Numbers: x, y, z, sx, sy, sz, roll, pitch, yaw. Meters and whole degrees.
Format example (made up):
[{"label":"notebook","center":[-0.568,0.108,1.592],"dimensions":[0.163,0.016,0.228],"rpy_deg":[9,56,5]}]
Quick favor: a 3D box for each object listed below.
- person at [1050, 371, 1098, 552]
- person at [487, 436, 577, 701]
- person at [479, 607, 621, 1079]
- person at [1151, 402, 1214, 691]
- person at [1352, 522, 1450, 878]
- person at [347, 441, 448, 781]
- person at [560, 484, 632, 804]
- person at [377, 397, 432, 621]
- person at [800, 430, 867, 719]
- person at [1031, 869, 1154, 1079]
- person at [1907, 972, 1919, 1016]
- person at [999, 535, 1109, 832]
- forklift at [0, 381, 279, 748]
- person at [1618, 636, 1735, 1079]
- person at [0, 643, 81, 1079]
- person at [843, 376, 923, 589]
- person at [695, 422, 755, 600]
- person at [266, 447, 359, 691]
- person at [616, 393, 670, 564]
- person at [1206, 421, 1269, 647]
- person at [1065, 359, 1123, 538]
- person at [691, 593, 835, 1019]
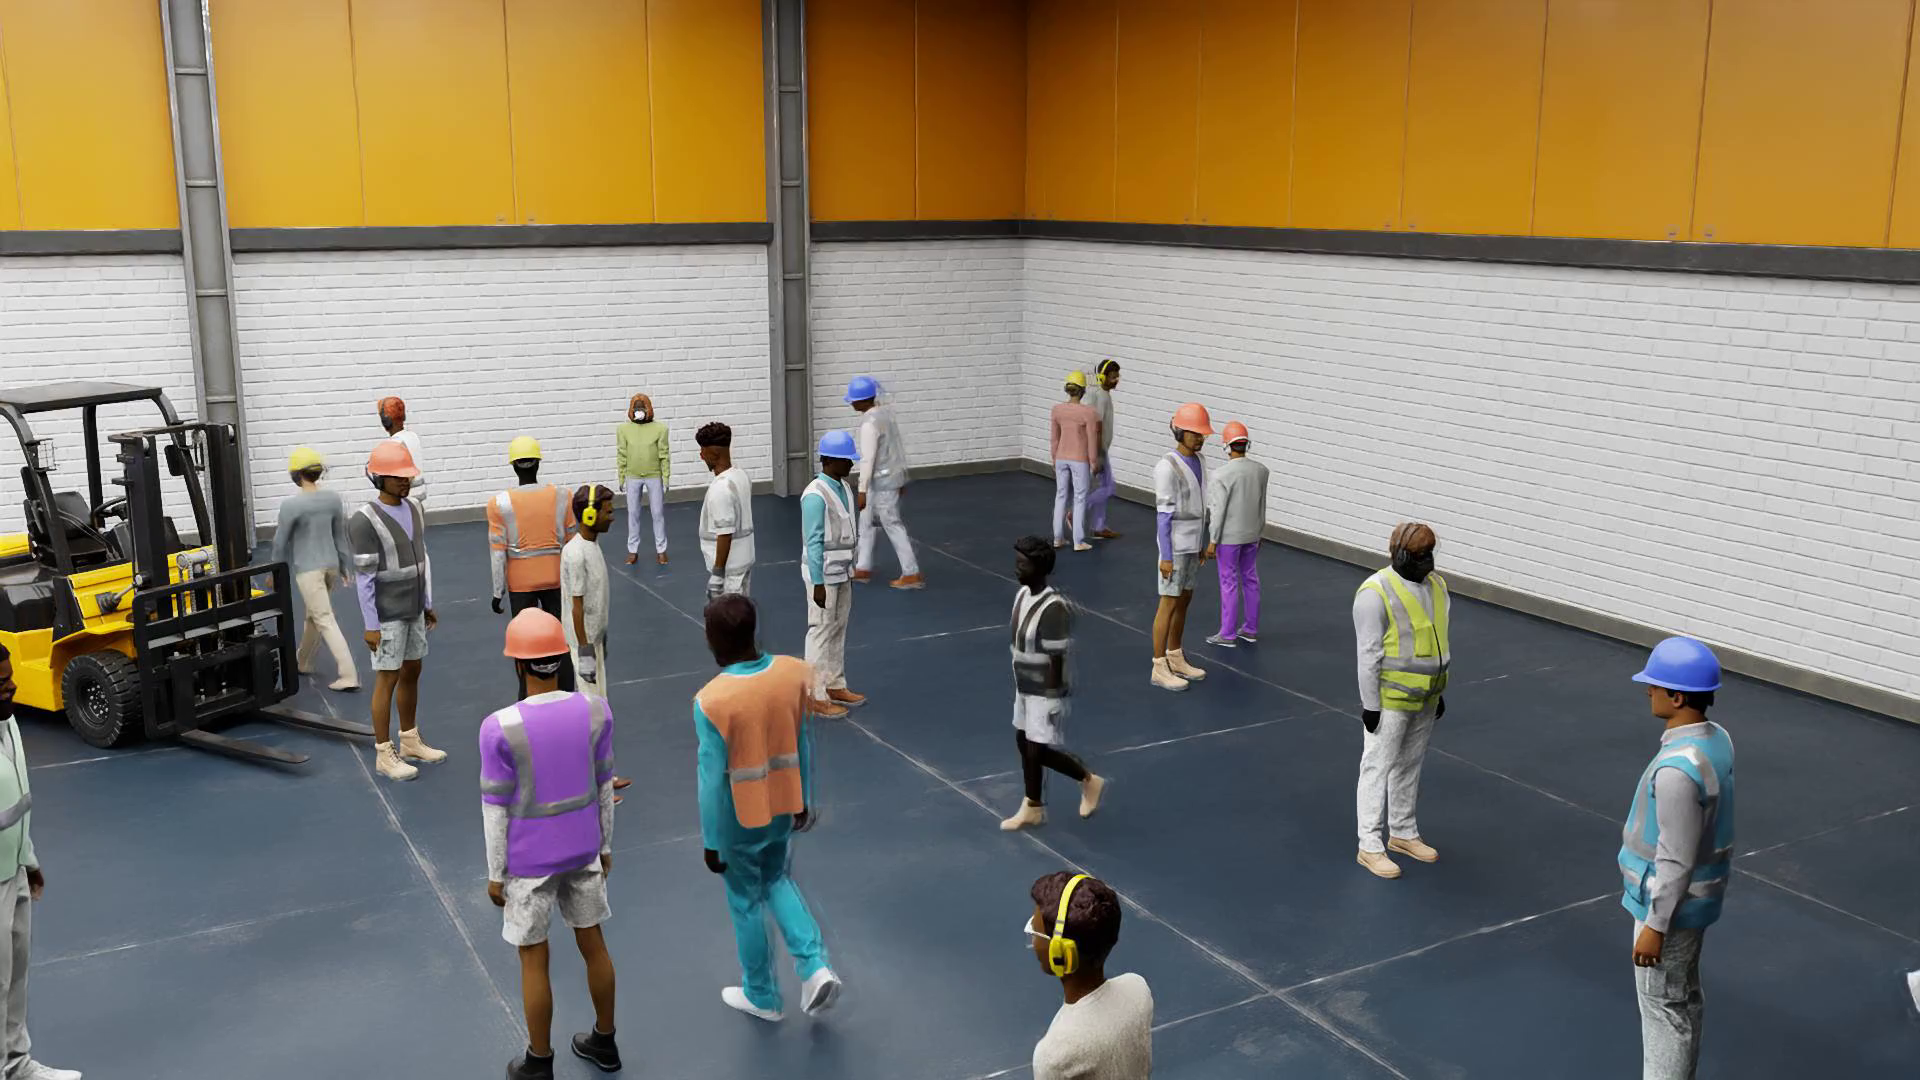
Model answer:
[{"label":"person","center":[1.118,-0.772,16.261],"dimensions":[0.525,1.761,0.347],"rpy_deg":[9,15,37]},{"label":"person","center":[-2.814,0.271,10.987],"dimensions":[0.585,1.916,0.390],"rpy_deg":[-7,14,-30]},{"label":"person","center":[-1.621,1.214,6.551],"dimensions":[0.543,1.928,0.399],"rpy_deg":[-10,16,-39]},{"label":"person","center":[1.599,0.037,11.786],"dimensions":[0.393,2.039,0.613],"rpy_deg":[8,14,32]},{"label":"person","center":[2.309,0.811,8.633],"dimensions":[0.624,1.844,0.429],"rpy_deg":[-9,15,-37]},{"label":"person","center":[-3.361,0.414,10.015],"dimensions":[0.380,2.041,0.616],"rpy_deg":[4,13,17]},{"label":"person","center":[-2.119,0.600,9.584],"dimensions":[0.338,1.858,0.520],"rpy_deg":[0,12,-1]},{"label":"person","center":[-4.467,-0.219,13.361],"dimensions":[0.356,1.883,0.575],"rpy_deg":[0,12,1]},{"label":"person","center":[-0.853,0.223,11.165],"dimensions":[0.415,1.939,0.605],"rpy_deg":[4,13,18]},{"label":"person","center":[0.318,1.738,4.260],"dimensions":[0.327,1.861,0.507],"rpy_deg":[7,14,31]},{"label":"person","center":[4.242,1.248,6.459],"dimensions":[0.790,1.893,0.608],"rpy_deg":[8,14,32]},{"label":"person","center":[0.505,0.795,9.080],"dimensions":[0.499,1.687,0.538],"rpy_deg":[-4,13,-19]},{"label":"forklift","center":[-5.853,0.085,11.199],"dimensions":[2.313,2.155,1.214],"rpy_deg":[7,14,28]},{"label":"person","center":[2.590,1.302,6.075],"dimensions":[0.394,1.945,0.618],"rpy_deg":[8,14,33]},{"label":"person","center":[-3.658,1.285,6.252],"dimensions":[0.386,1.911,0.588],"rpy_deg":[-3,12,-12]},{"label":"person","center":[-0.736,-0.496,14.617],"dimensions":[0.893,1.890,0.631],"rpy_deg":[1,12,4]},{"label":"person","center":[-1.607,0.159,11.408],"dimensions":[0.387,1.958,0.600],"rpy_deg":[1,12,7]},{"label":"person","center":[-4.606,0.200,11.787],"dimensions":[0.912,1.718,0.526],"rpy_deg":[5,13,23]},{"label":"person","center":[-2.968,-0.572,15.630],"dimensions":[0.497,1.626,0.287],"rpy_deg":[0,12,-1]},{"label":"person","center":[2.121,-0.048,12.878],"dimensions":[0.564,1.745,0.345],"rpy_deg":[-8,14,-33]},{"label":"person","center":[1.365,-0.890,16.609],"dimensions":[0.506,1.845,0.556],"rpy_deg":[1,12,5]},{"label":"person","center":[-0.830,1.140,6.947],"dimensions":[0.499,1.898,0.629],"rpy_deg":[10,16,40]}]
